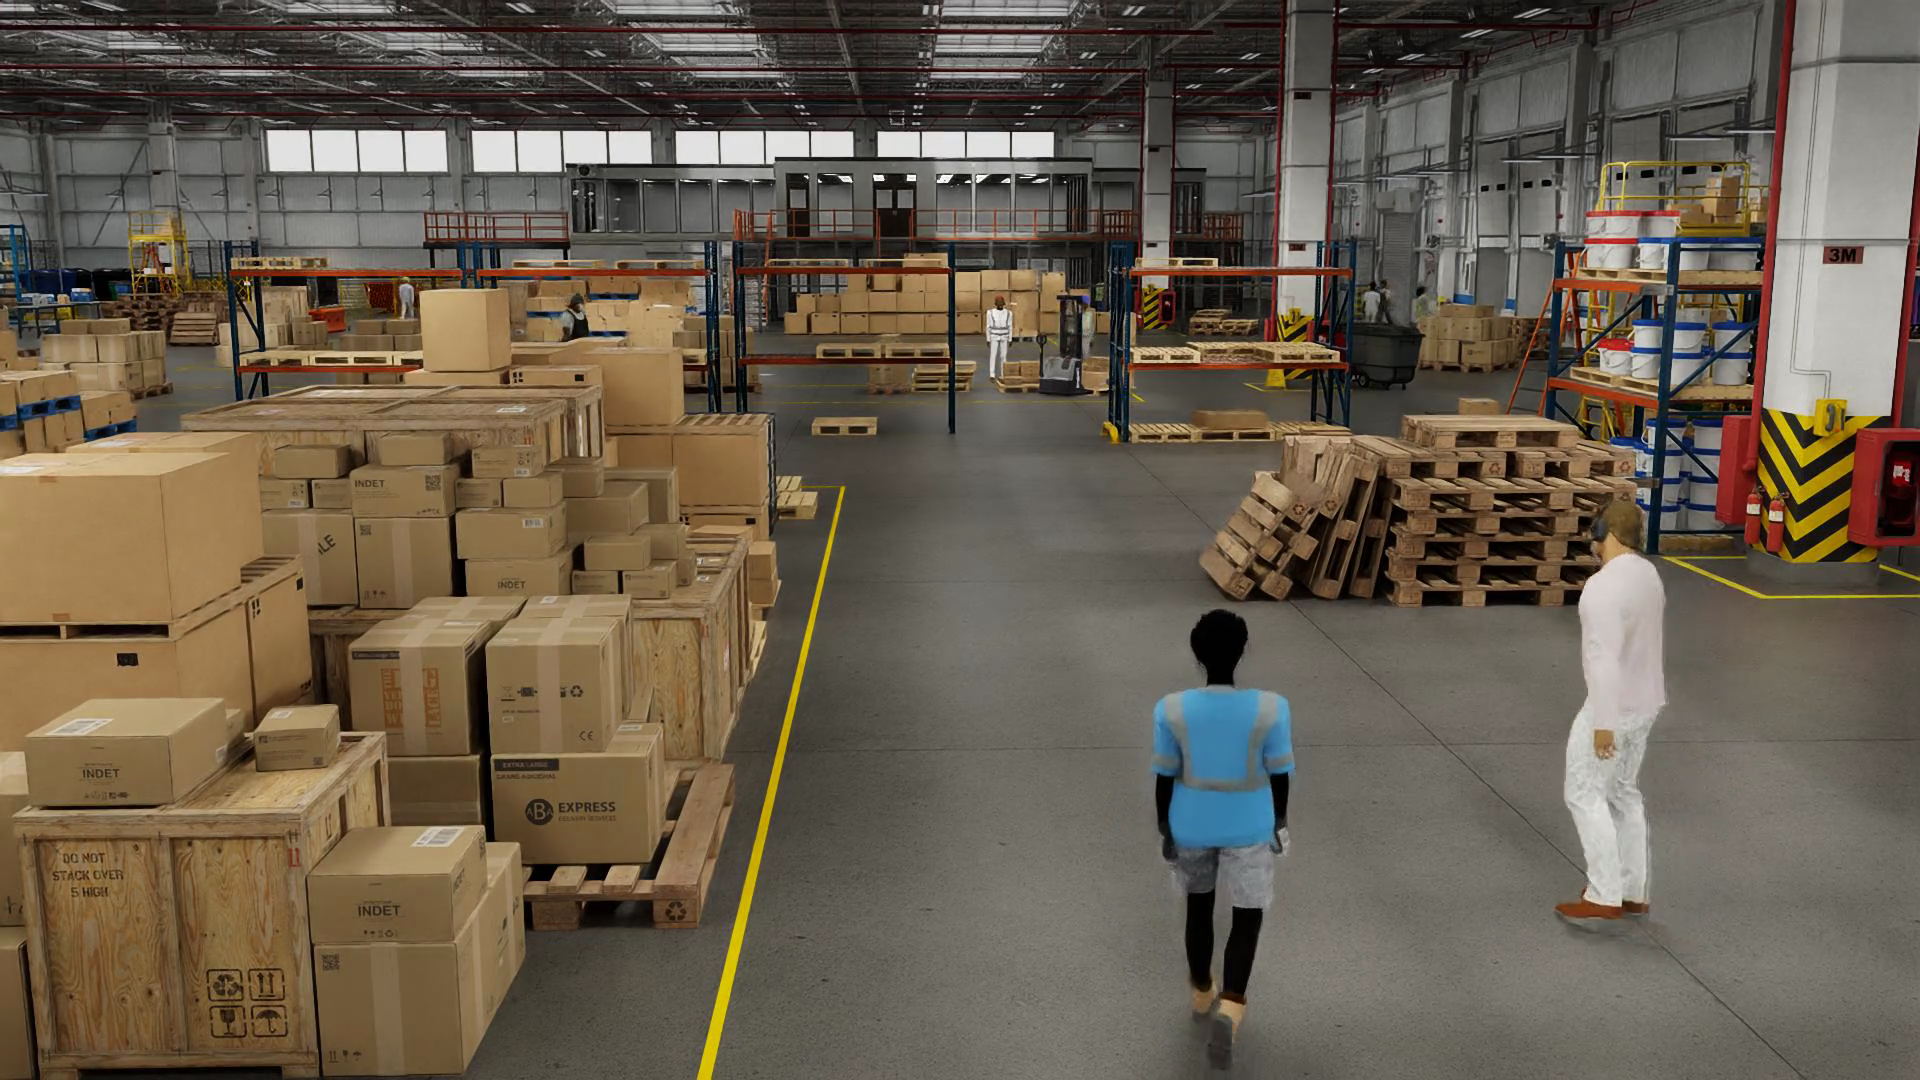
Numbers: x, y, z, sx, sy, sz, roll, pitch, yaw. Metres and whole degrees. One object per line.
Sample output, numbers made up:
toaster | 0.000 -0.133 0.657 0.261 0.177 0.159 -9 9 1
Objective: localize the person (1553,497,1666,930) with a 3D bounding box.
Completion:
person | 2.950 0.763 7.475 0.465 1.894 0.673 9 14 41

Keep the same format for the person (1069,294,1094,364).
person | 2.584 -4.217 35.103 0.636 1.929 0.437 -8 13 -38

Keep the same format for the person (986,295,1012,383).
person | 0.849 -4.335 35.908 0.576 1.883 0.354 -2 10 -11

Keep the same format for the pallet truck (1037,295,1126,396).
pallet truck | 2.483 -3.881 33.060 1.885 1.965 0.823 -7 13 -36

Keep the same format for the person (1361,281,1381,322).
person | 12.224 -6.735 49.352 0.573 1.848 0.642 4 11 20

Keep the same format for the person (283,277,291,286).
person | -24.683 -8.771 61.034 0.484 1.735 0.311 -2 10 -10

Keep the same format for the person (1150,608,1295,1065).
person | 0.969 1.097 6.233 0.535 1.672 0.707 3 11 15

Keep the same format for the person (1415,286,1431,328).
person | 12.847 -6.117 46.085 0.527 1.798 0.655 4 11 22

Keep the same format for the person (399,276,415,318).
person | -20.091 -8.687 60.416 0.591 1.794 0.898 1 10 3

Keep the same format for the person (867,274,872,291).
person | -3.341 -8.492 58.958 0.542 1.928 0.399 -3 11 -18

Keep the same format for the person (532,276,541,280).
person | -13.510 -7.539 53.503 0.835 1.973 0.614 -9 14 -41

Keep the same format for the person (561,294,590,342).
person | -7.538 -3.883 32.952 0.793 2.000 0.704 6 12 28

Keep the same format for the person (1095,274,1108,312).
person | 4.930 -8.297 57.924 0.391 1.911 0.585 -6 12 -31

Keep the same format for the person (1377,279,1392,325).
person | 14.022 -7.694 54.861 0.942 1.811 0.533 -8 13 -36
